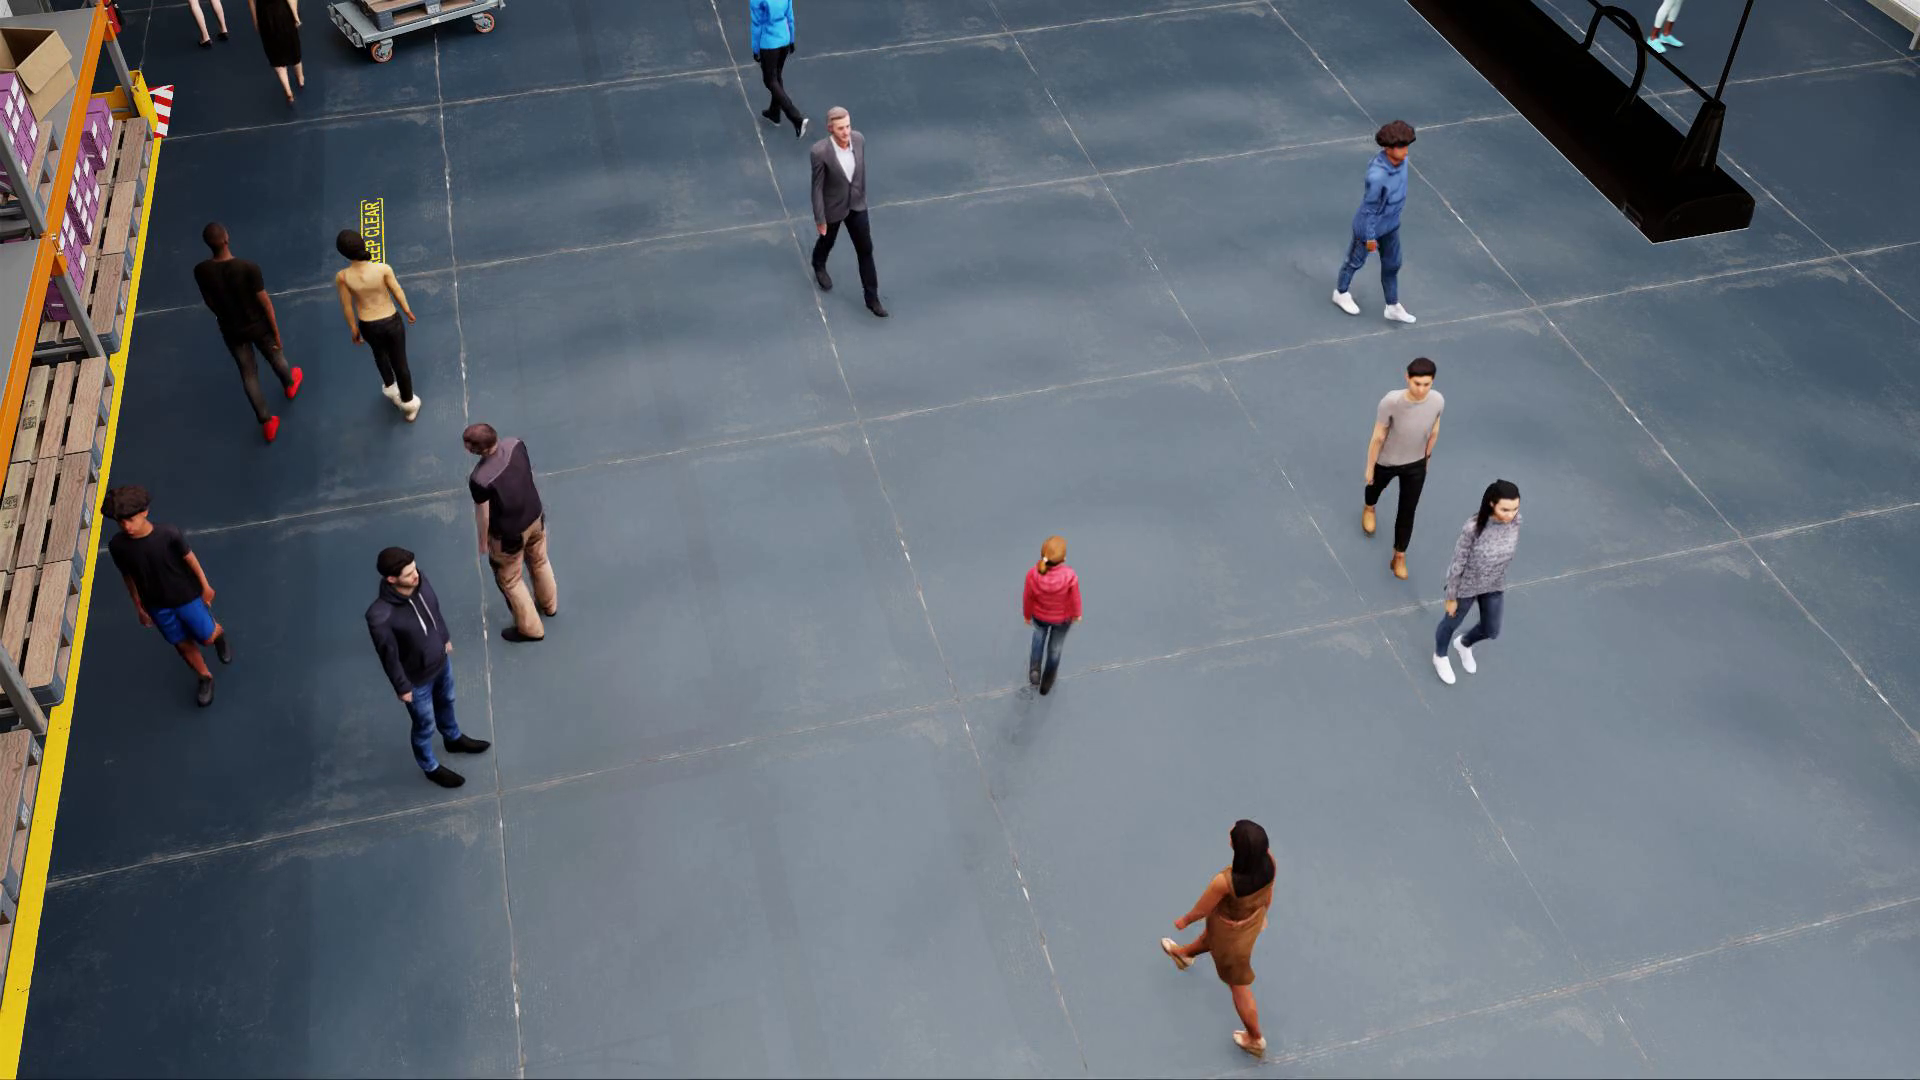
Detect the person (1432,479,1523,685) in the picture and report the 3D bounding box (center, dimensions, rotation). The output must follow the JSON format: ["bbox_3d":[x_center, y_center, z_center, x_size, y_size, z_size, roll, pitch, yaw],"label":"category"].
[{"bbox_3d":[3.278,0.218,10.692,0.623,1.721,0.592,-7,44,-8],"label":"person"}]

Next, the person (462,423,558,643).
[{"bbox_3d":[-2.937,-0.128,10.983,0.817,1.820,0.870,-33,53,-30],"label":"person"}]

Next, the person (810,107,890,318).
[{"bbox_3d":[-1.031,-2.782,13.794,1.037,1.785,1.319,-26,49,-25],"label":"person"}]

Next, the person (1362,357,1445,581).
[{"bbox_3d":[3.055,-0.626,11.607,0.856,1.680,1.171,2,44,2],"label":"person"}]

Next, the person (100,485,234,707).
[{"bbox_3d":[-5.017,0.283,10.577,0.611,1.785,0.791,-8,44,-9],"label":"person"}]

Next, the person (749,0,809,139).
[{"bbox_3d":[-1.714,-4.637,15.750,0.895,1.774,1.144,-29,51,-27],"label":"person"}]

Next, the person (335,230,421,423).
[{"bbox_3d":[-4.407,-1.584,12.642,0.635,1.641,0.633,-5,44,-6],"label":"person"}]

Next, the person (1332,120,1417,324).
[{"bbox_3d":[3.356,-2.641,13.647,0.927,1.784,1.090,-30,51,-28],"label":"person"}]

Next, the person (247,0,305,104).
[{"bbox_3d":[-6.713,-5.066,16.324,0.674,1.603,0.995,-17,46,-17],"label":"person"}]

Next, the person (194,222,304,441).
[{"bbox_3d":[-5.384,-1.537,12.495,0.678,1.774,1.030,-8,44,-8],"label":"person"}]

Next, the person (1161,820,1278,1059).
[{"bbox_3d":[1.495,2.124,8.752,0.895,1.637,1.157,-31,52,-29],"label":"person"}]

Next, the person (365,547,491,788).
[{"bbox_3d":[-3.265,0.737,10.026,0.828,1.889,0.722,12,45,13],"label":"person"}]

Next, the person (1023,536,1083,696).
[{"bbox_3d":[0.570,0.525,10.669,0.608,1.308,0.653,14,45,14],"label":"person"}]
